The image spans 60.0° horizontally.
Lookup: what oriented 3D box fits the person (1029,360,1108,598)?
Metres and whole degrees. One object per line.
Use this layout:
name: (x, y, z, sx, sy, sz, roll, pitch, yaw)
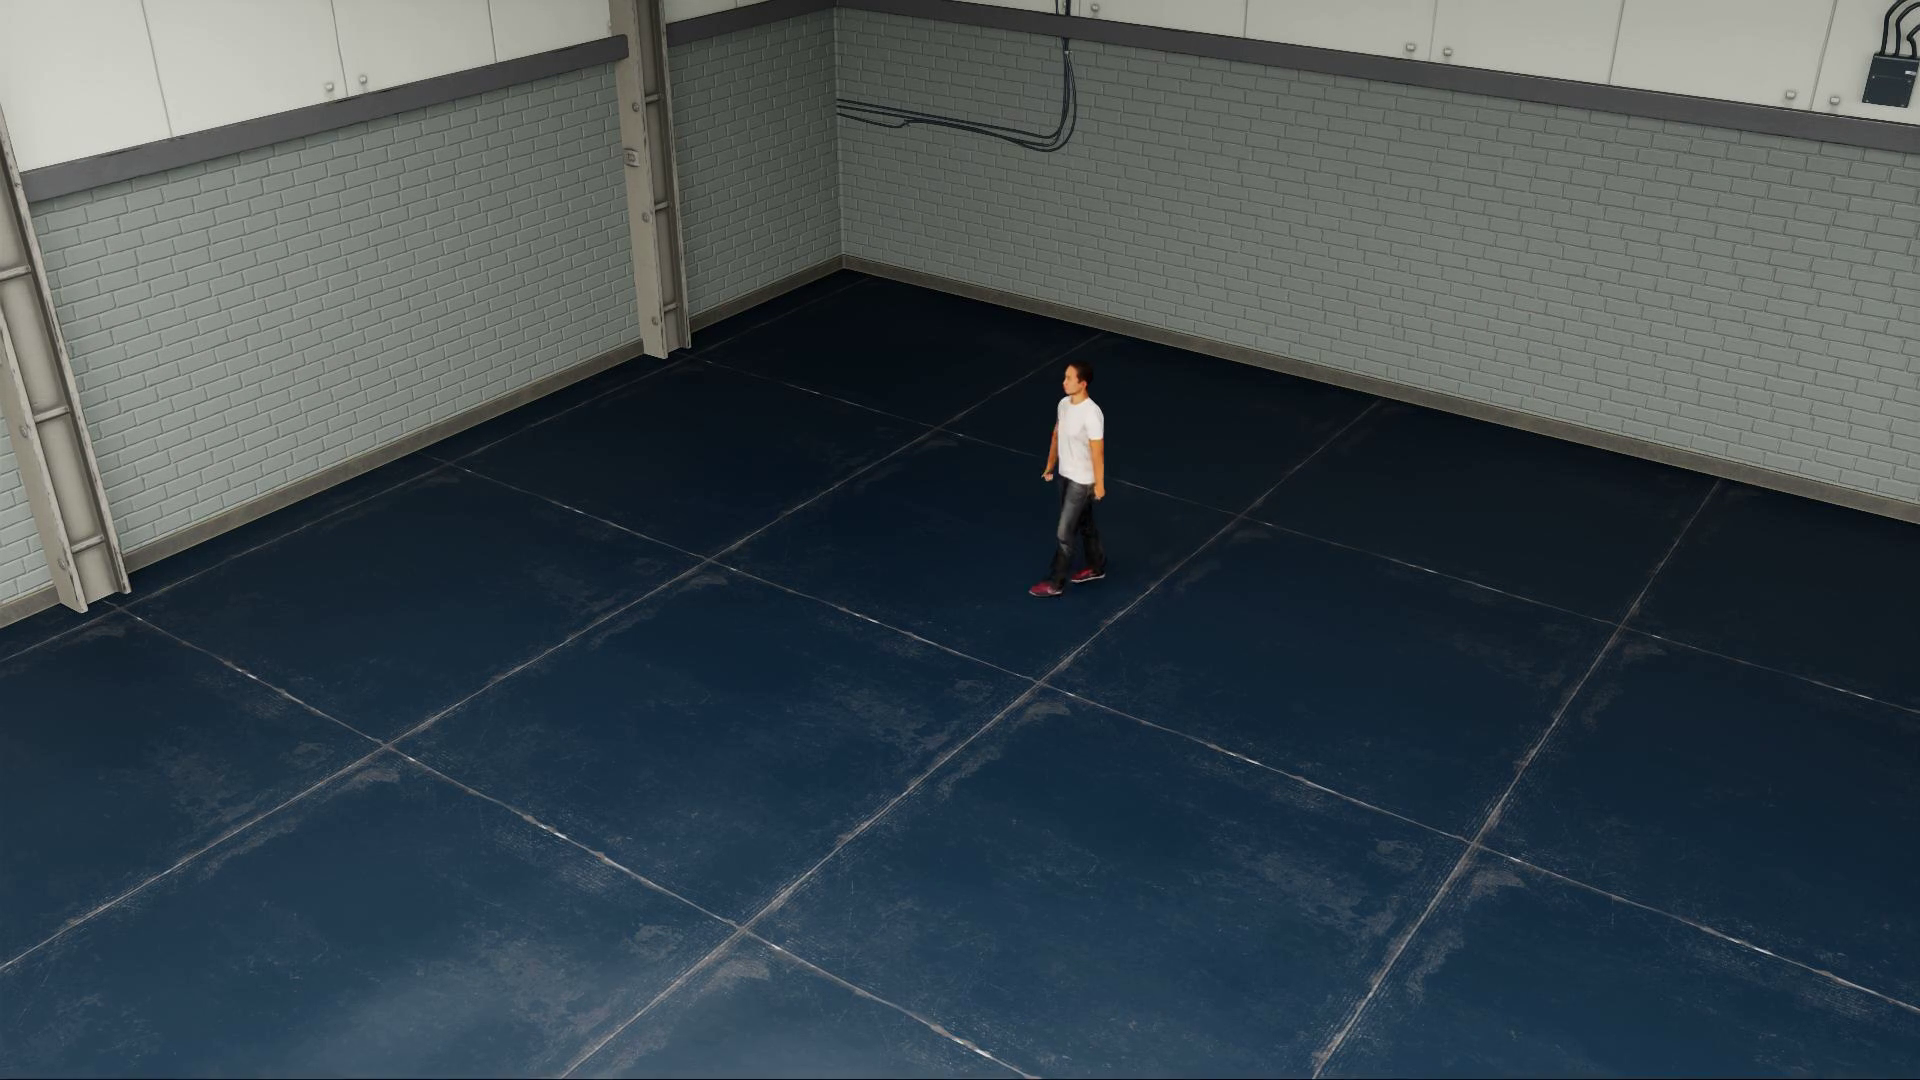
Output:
person: (0.942, -0.461, 11.973, 1.058, 1.780, 0.933, -12, 30, -21)
